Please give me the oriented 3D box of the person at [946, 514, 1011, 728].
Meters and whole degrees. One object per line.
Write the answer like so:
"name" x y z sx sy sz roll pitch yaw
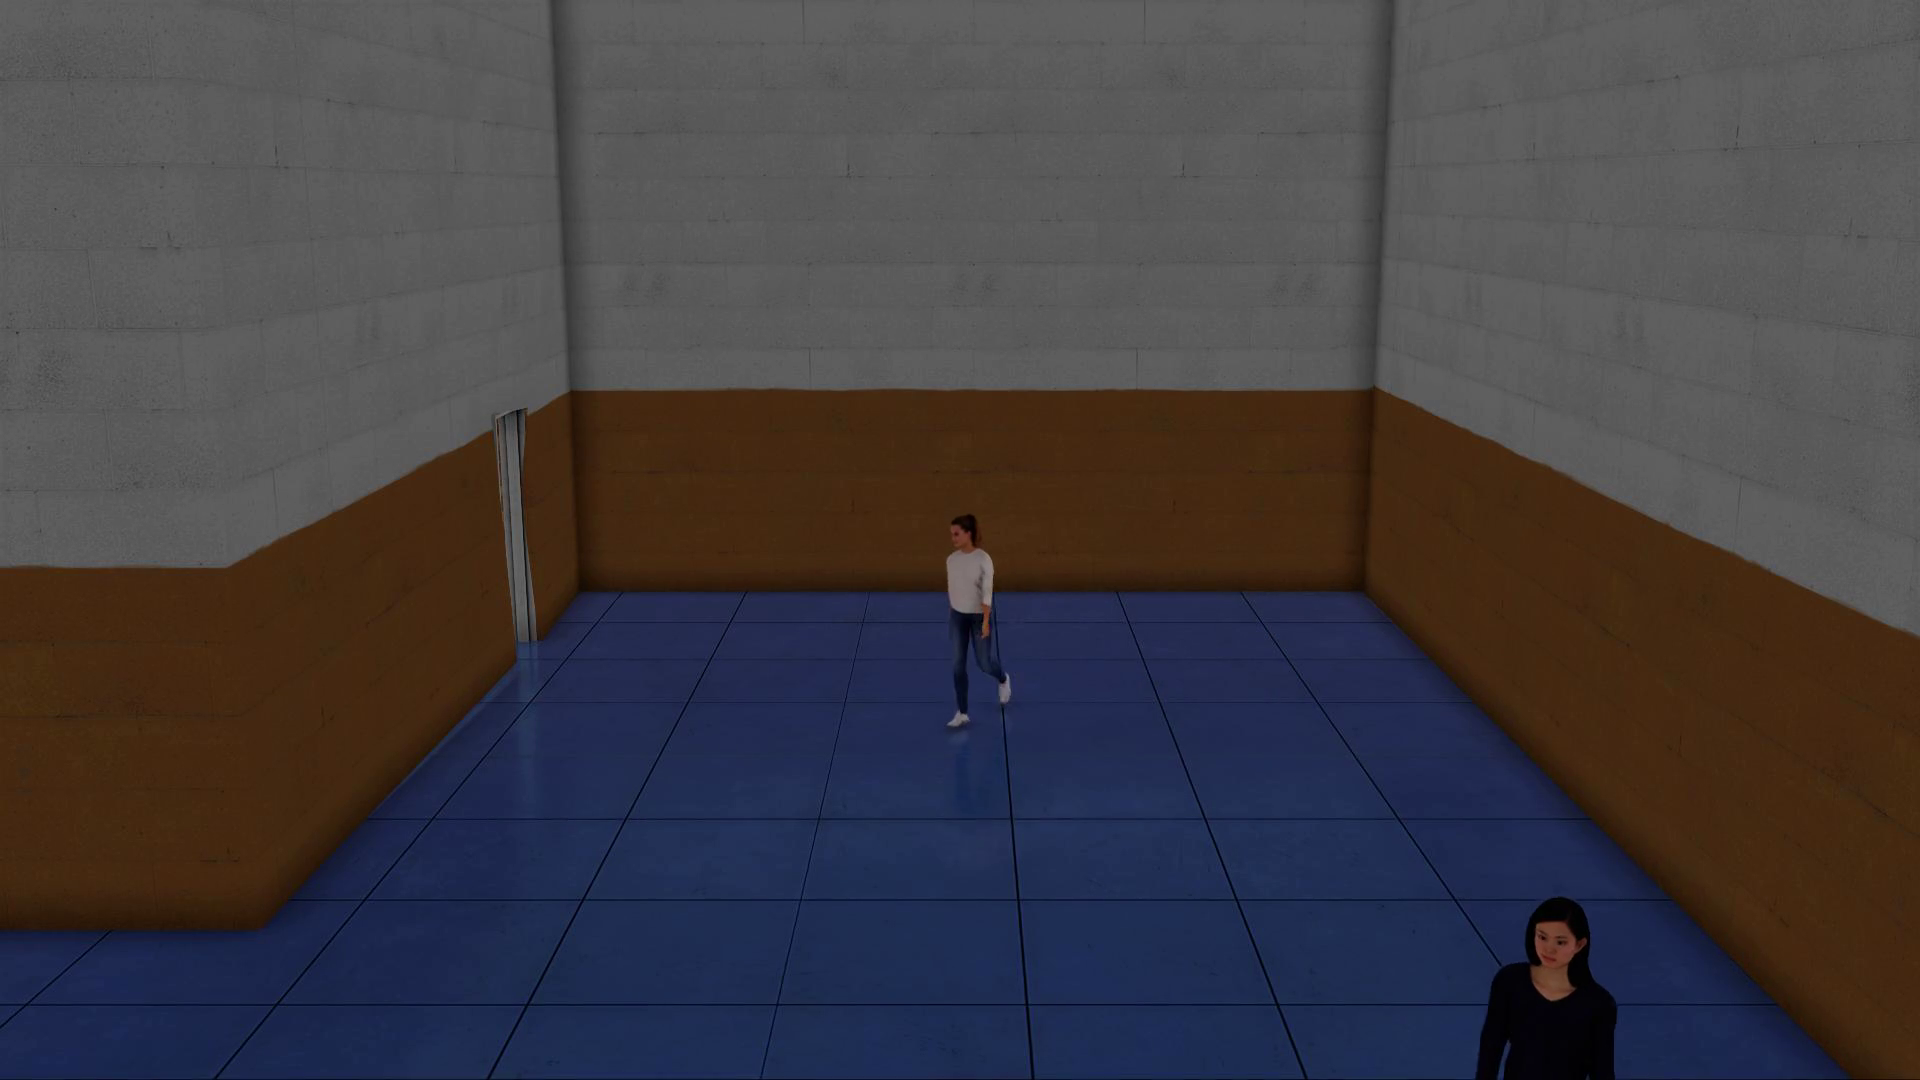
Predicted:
"person" 0.135 0.641 13.428 1.061 1.698 0.999 7 14 30

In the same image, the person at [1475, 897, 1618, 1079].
"person" 2.235 2.149 6.302 1.090 1.683 1.092 9 15 38
